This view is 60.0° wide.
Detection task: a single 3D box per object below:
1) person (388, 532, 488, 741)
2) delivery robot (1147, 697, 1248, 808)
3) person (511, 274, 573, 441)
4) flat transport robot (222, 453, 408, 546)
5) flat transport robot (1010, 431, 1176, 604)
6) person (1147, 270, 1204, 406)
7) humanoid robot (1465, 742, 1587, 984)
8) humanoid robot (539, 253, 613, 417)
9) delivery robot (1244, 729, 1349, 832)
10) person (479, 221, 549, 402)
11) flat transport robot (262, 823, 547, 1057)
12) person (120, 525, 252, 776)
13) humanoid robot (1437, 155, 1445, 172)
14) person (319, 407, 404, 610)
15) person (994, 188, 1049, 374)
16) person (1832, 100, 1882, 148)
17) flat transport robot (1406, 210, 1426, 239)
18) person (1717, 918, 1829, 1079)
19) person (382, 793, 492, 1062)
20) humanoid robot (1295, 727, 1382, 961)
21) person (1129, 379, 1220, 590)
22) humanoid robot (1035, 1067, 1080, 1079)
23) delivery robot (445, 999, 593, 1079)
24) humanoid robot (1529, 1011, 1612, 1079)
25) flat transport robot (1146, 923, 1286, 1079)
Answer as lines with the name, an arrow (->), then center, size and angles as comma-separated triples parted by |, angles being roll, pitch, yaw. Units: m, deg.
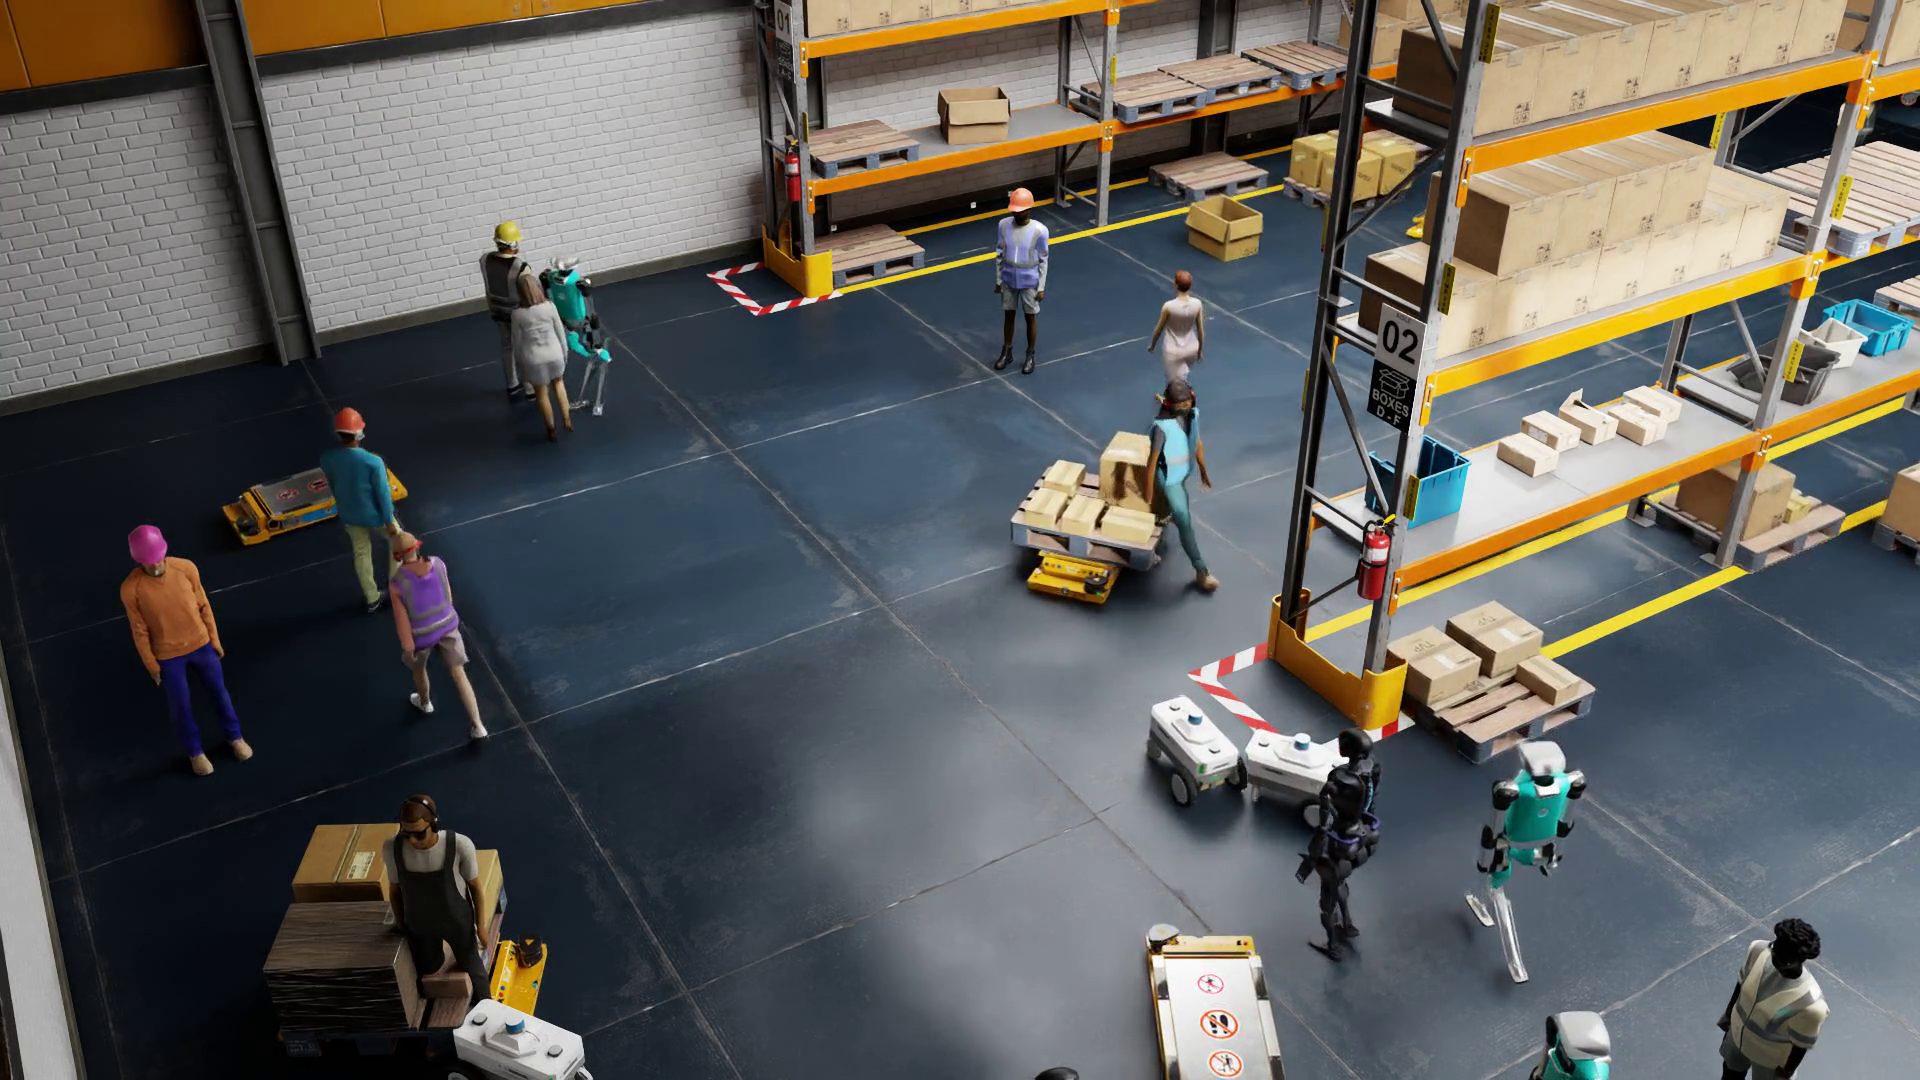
person -> -3.717, 0.666, 11.717 | 0.484, 1.645, 0.903 | -26, 40, -35
delivery robot -> 1.623, 1.434, 11.515 | 0.499, 0.581, 0.754 | -14, 35, -21
person -> -3.899, -1.696, 15.482 | 0.491, 1.650, 0.377 | -15, 35, -23
flat transport robot -> -5.691, -0.372, 14.676 | 1.431, 0.231, 0.659 | -21, 38, -29
flat transport robot -> 1.113, 0.041, 14.019 | 0.659, 0.231, 1.431 | 12, 34, 18
person -> 2.045, -1.769, 15.631 | 0.426, 1.609, 0.913 | -13, 34, -19
humanoid robot -> 3.235, 1.764, 9.887 | 0.578, 1.721, 1.008 | -5, 32, -7
humanoid robot -> -3.576, -1.990, 15.869 | 0.591, 1.755, 0.766 | 12, 34, 18
delivery robot -> 2.311, 1.571, 11.298 | 0.737, 0.583, 0.521 | 15, 35, 23
person -> -4.323, -2.220, 16.165 | 0.602, 1.822, 0.403 | 15, 35, 22
flat transport robot -> -3.229, 2.651, 9.855 | 1.431, 0.231, 0.659 | -1, 32, -2
person -> -5.304, 0.736, 11.315 | 0.515, 1.972, 0.404 | -24, 40, -33
humanoid robot -> 5.584, -3.599, 18.508 | 0.540, 1.830, 0.866 | 24, 40, 33
person -> -4.663, -0.260, 13.118 | 0.574, 1.729, 0.515 | 6, 33, 10
person -> 0.601, -2.595, 16.653 | 0.542, 1.939, 0.357 | 12, 34, 18
person -> 10.748, -4.707, 20.103 | 0.563, 1.849, 0.390 | -12, 34, -18
flat transport robot -> 6.088, -3.932, 20.355 | 0.659, 0.231, 1.431 | 23, 39, 32
person -> 4.143, 2.599, 8.597 | 0.320, 1.693, 0.532 | -9, 33, -14
person -> -2.865, 2.134, 9.197 | 0.504, 1.846, 0.345 | -2, 32, -3
humanoid robot -> 2.271, 1.808, 9.878 | 0.591, 1.650, 0.321 | -24, 39, -33
person -> 1.749, -0.478, 13.395 | 0.909, 1.819, 0.475 | 20, 37, 28
humanoid robot -> 0.449, 3.054, 7.886 | 0.362, 1.655, 0.608 | -11, 34, -17
delivery robot -> -2.453, 2.857, 9.250 | 0.773, 0.586, 0.499 | 14, 35, 21
humanoid robot -> 2.639, 2.964, 7.967 | 0.673, 1.780, 0.538 | -3, 32, -5
flat transport robot -> 1.469, 2.808, 9.605 | 0.659, 0.231, 1.431 | 0, 32, 0
